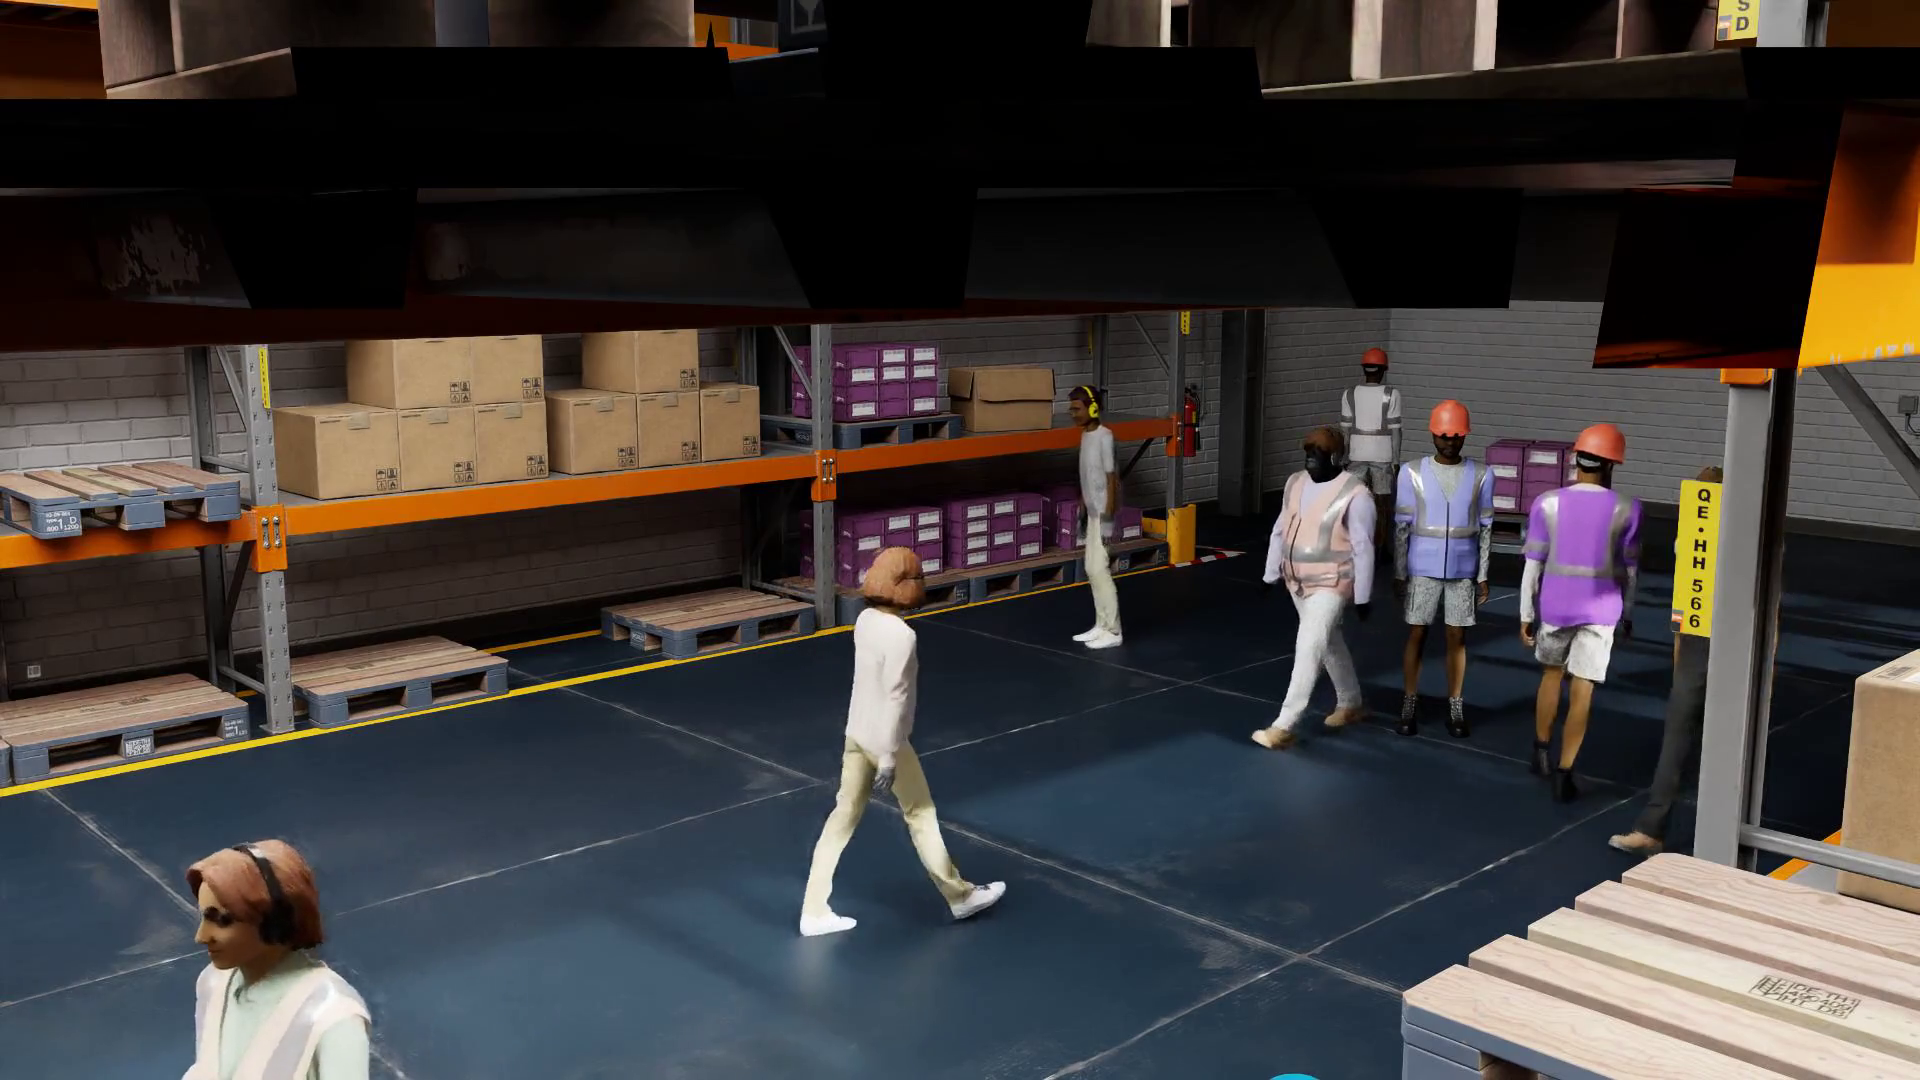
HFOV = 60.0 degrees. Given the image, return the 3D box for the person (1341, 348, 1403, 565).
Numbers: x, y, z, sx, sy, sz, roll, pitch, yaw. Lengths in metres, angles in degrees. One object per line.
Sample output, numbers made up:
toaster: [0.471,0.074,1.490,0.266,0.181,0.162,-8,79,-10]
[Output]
person: [3.665,-0.744,14.820,0.543,1.930,0.372,5,11,27]

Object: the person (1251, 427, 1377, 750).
person: [2.028,0.251,9.428,0.978,1.795,0.626,-5,11,-28]

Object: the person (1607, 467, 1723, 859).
person: [3.324,0.585,7.429,0.919,1.799,0.549,-6,11,-30]

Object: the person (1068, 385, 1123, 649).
person: [0.934,-0.164,11.668,0.392,1.849,0.544,-2,10,-14]

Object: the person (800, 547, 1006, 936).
person: [-0.268,0.811,6.730,0.882,1.577,0.505,-5,11,-27]

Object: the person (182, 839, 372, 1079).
person: [-1.311,1.370,3.323,0.531,1.622,0.423,7,12,36]

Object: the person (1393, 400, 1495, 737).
person: [2.744,0.168,9.460,0.552,1.934,0.364,2,10,9]

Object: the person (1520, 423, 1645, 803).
person: [3.170,0.352,8.492,0.557,1.894,0.753,5,11,26]
